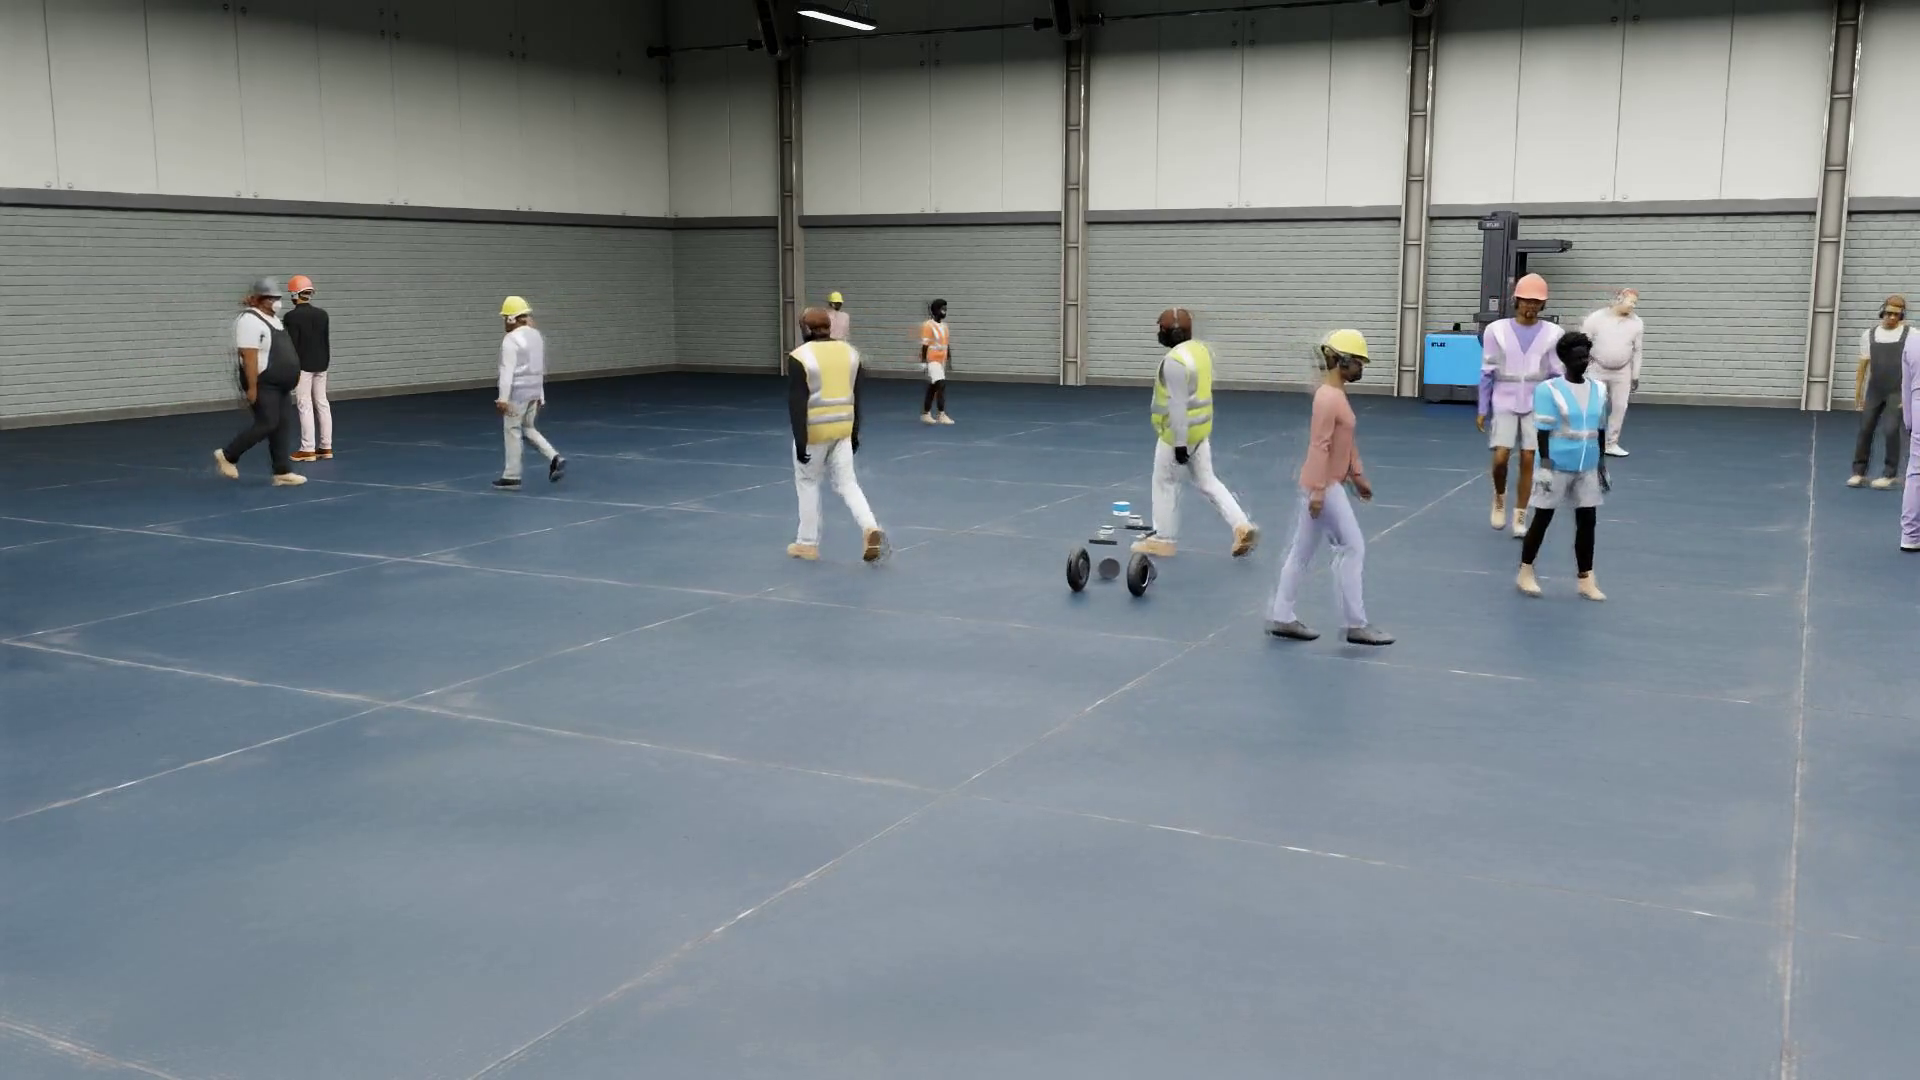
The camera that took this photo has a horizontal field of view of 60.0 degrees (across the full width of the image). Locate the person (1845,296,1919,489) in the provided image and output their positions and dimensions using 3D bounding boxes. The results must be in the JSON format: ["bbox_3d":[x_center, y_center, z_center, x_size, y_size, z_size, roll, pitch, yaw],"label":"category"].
[{"bbox_3d":[8.682,-1.381,15.618,0.420,1.810,0.531,-9,13,-44],"label":"person"}]

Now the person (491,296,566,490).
[{"bbox_3d":[-4.099,-1.378,15.604,0.638,1.816,0.617,2,9,14],"label":"person"}]

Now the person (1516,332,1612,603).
[{"bbox_3d":[3.839,-0.460,10.479,0.587,1.691,0.529,-2,10,-15],"label":"person"}]

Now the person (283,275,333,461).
[{"bbox_3d":[-7.087,-1.861,18.036,0.379,1.996,0.610,4,10,22],"label":"person"}]

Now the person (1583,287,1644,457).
[{"bbox_3d":[7.117,-1.854,18.427,0.815,1.874,0.431,2,9,10],"label":"person"}]

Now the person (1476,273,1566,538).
[{"bbox_3d":[4.299,-1.019,12.747,0.633,2.022,0.437,2,9,13],"label":"person"}]

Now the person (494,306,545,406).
[{"bbox_3d":[-6.593,-2.779,24.890,0.527,1.598,0.826,9,13,43],"label":"person"}]

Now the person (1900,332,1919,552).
[{"bbox_3d":[7.106,-0.837,11.995,0.410,1.909,0.643,-3,10,-19],"label":"person"}]

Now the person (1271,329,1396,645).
[{"bbox_3d":[2.109,-0.286,9.148,0.813,1.720,0.538,3,10,16],"label":"person"}]

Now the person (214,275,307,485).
[{"bbox_3d":[-6.682,-1.512,15.874,0.752,2.000,0.691,0,9,-2],"label":"person"}]

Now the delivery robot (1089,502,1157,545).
[{"bbox_3d":[1.056,-0.132,10.844,0.335,0.223,0.698,5,10,26],"label":"delivery robot"}]

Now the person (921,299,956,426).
[{"bbox_3d":[-0.238,-2.336,21.928,0.735,1.664,0.546,5,11,30],"label":"person"}]

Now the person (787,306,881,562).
[{"bbox_3d":[-0.911,-0.742,11.731,0.640,1.812,0.828,-8,12,-41],"label":"person"}]

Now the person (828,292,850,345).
[{"bbox_3d":[-1.954,-3.013,25.997,0.542,1.718,0.923,-5,10,-27],"label":"person"}]

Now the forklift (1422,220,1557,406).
[{"bbox_3d":[8.245,-3.527,25.720,1.873,2.768,1.129,5,10,27],"label":"forklift"}]

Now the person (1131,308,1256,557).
[{"bbox_3d":[1.677,-0.754,11.847,0.911,1.800,0.665,5,11,30],"label":"person"}]
